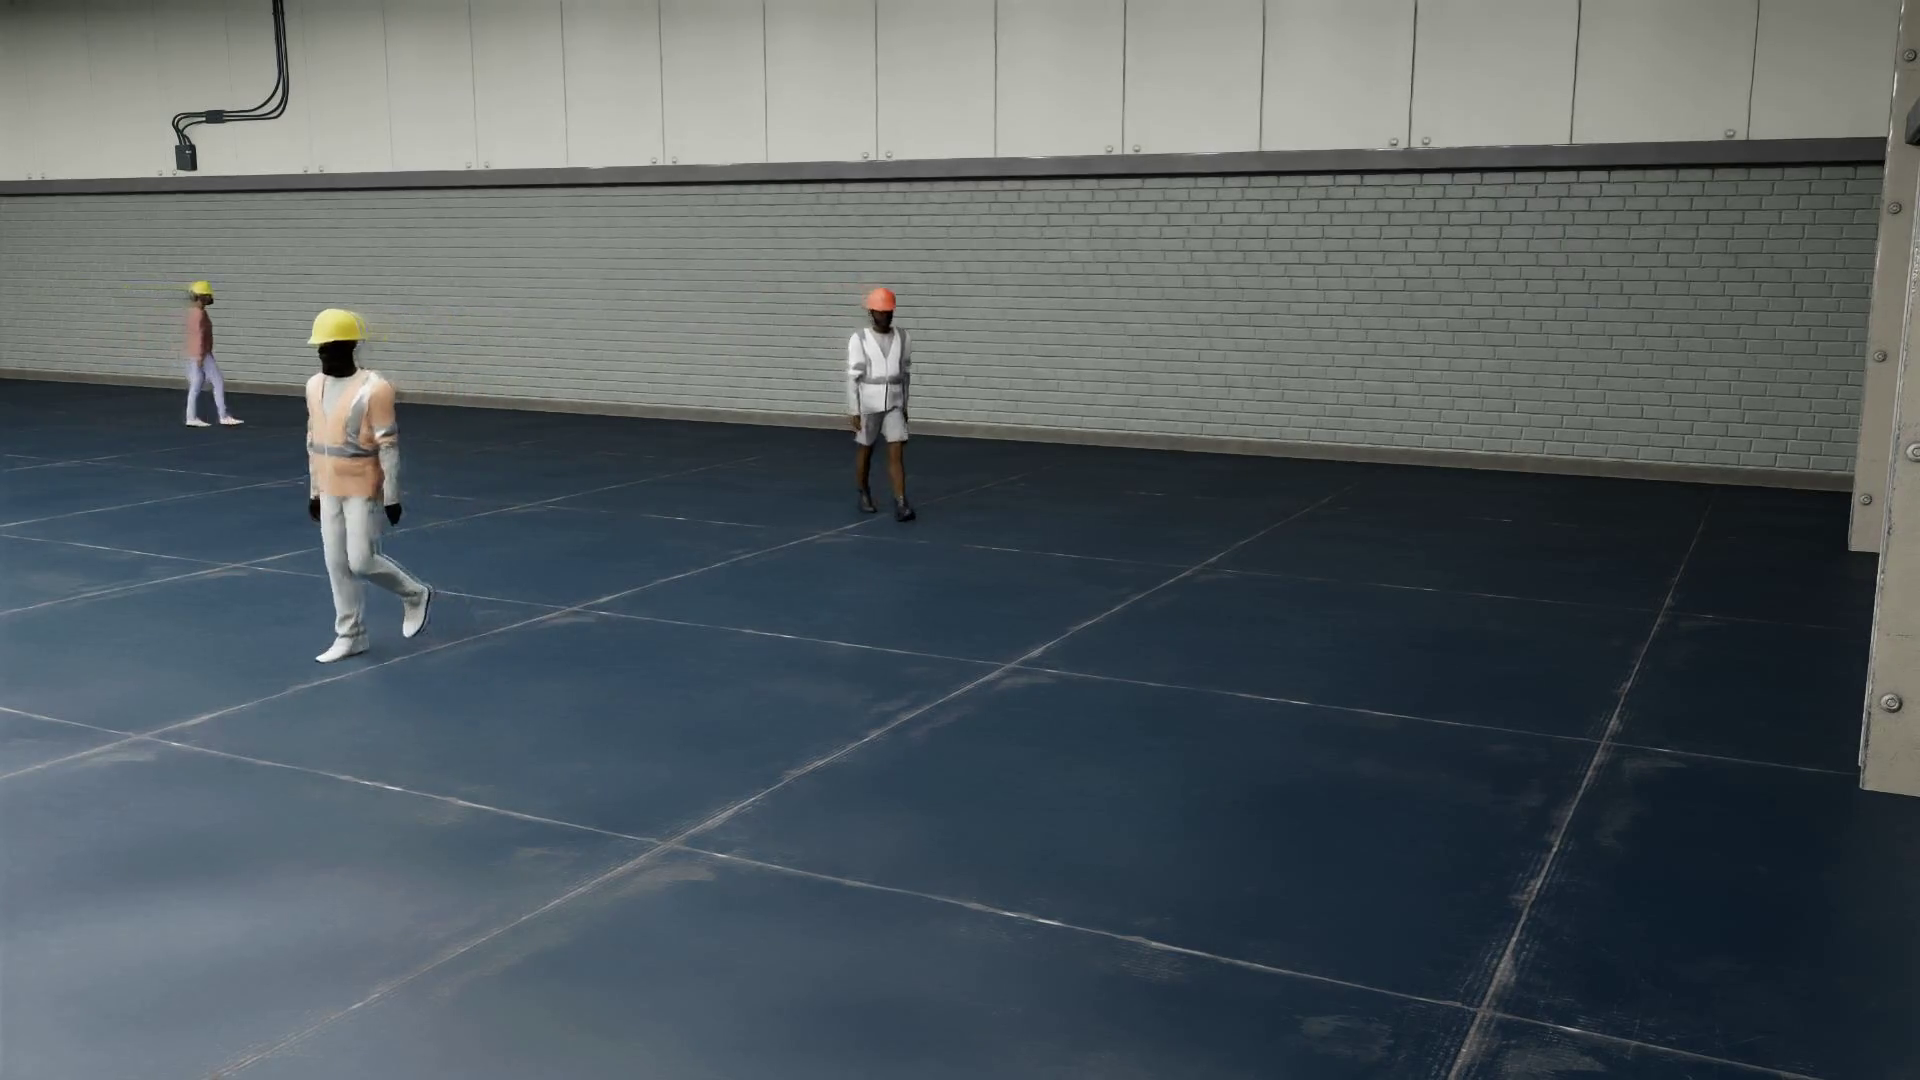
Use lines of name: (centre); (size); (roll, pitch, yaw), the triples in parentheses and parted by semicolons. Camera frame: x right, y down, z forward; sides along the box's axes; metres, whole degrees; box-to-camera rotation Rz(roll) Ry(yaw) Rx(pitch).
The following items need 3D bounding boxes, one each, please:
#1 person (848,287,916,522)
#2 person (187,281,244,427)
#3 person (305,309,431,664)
person: (-0.641, -1.099, 13.487); (0.566, 1.879, 1.010); (-4, 11, -20)
person: (-8.969, -2.219, 19.942); (0.752, 1.733, 0.555); (-5, 12, -27)
person: (-3.272, -0.304, 9.064); (0.592, 1.910, 0.611); (6, 12, 29)
